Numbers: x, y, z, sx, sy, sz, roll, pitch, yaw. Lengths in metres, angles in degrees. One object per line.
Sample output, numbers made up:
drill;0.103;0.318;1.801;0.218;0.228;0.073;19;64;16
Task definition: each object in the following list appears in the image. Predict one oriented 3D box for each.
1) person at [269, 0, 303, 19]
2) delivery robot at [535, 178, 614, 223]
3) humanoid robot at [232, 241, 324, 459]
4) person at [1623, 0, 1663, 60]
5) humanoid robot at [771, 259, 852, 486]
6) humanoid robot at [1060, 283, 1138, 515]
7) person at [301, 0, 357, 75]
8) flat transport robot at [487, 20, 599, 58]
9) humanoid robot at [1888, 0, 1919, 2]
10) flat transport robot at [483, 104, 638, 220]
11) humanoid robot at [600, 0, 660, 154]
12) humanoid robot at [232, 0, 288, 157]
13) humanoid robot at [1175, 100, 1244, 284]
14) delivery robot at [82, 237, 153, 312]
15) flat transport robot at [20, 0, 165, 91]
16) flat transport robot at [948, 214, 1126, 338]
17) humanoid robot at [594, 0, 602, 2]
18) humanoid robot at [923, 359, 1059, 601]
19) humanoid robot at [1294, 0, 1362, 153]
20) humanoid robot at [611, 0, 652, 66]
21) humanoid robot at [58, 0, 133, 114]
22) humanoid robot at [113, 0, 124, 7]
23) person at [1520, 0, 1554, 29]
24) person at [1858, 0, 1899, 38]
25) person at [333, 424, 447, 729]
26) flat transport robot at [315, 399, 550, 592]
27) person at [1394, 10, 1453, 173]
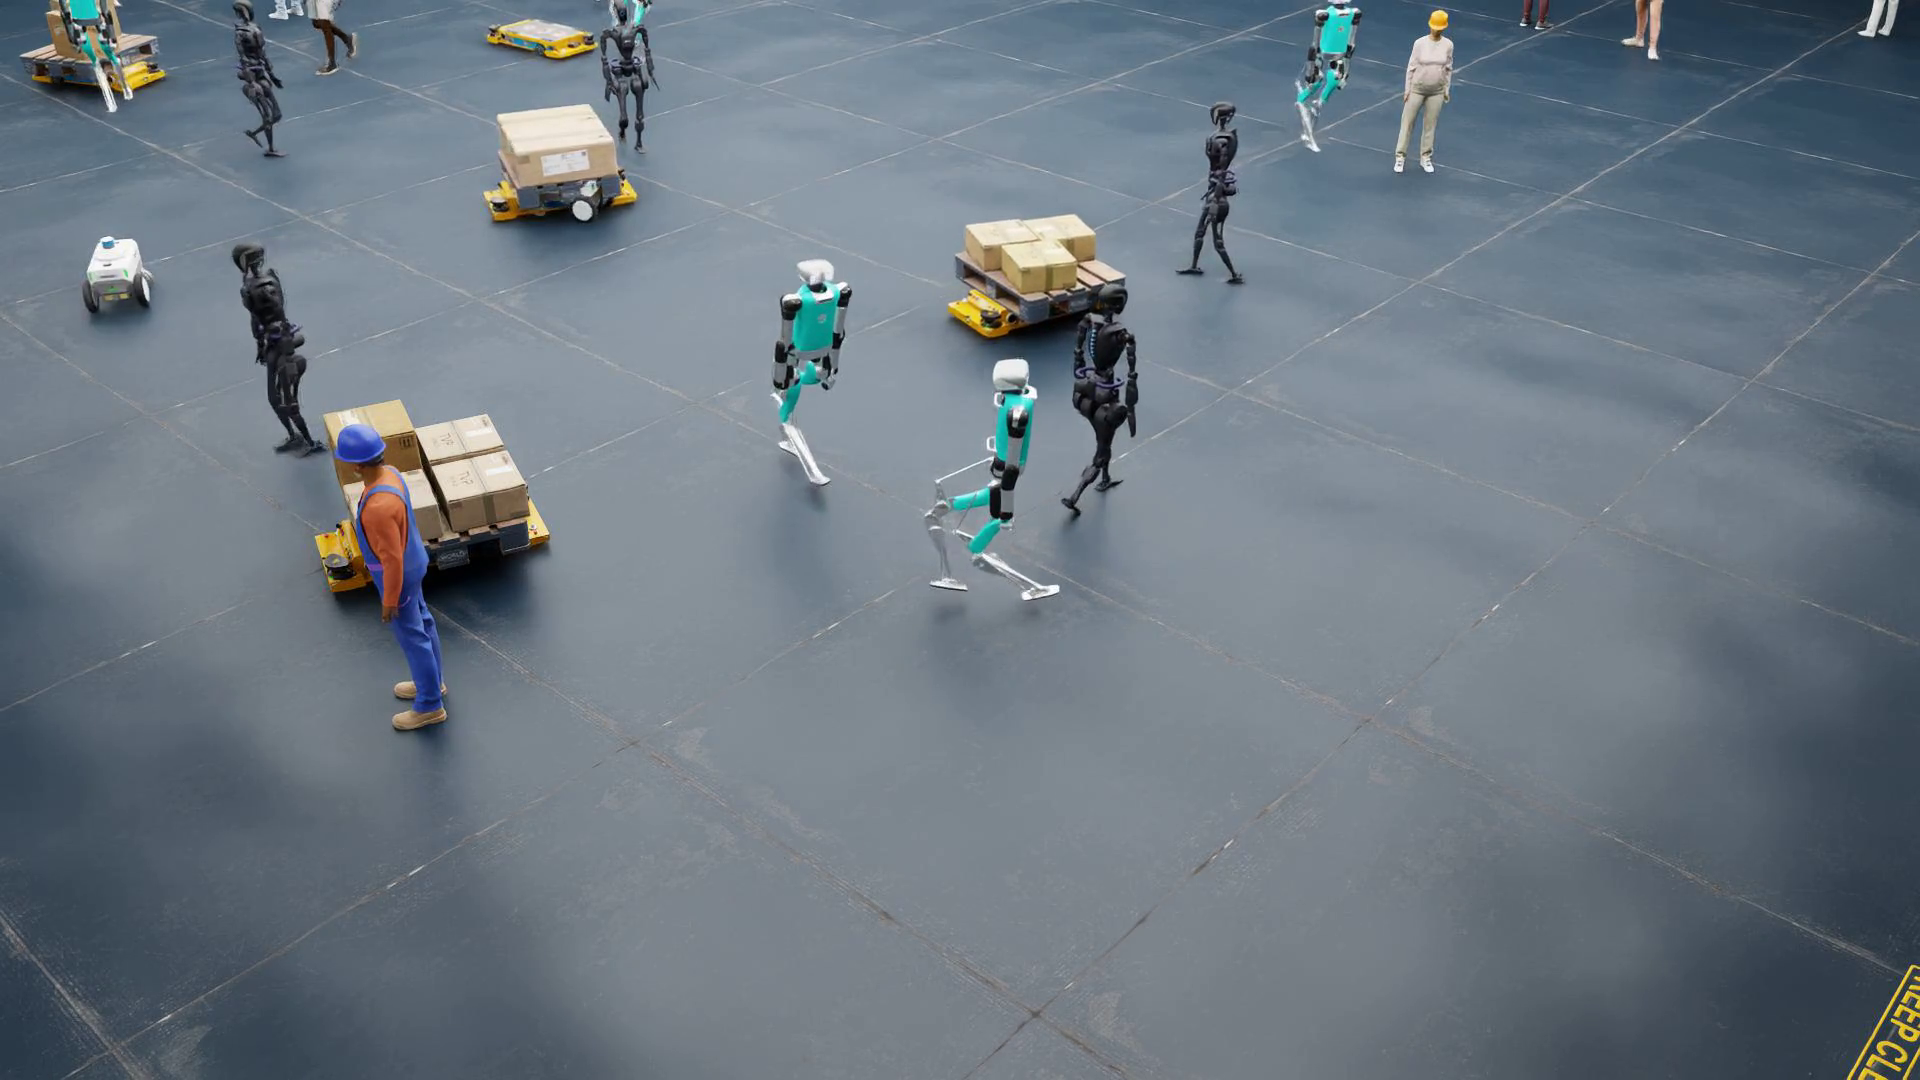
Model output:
person;-9.326;-8.062;22.584;0.410;1.909;0.594;15;35;22
delivery robot;-3.863;-3.488;16.491;0.773;0.586;0.499;7;33;11
humanoid robot;-4.946;-1.361;12.015;0.367;1.657;0.603;-27;41;-36
person;8.829;-7.091;21.098;0.383;1.846;0.828;-3;32;-5
humanoid robot;-1.170;-1.245;11.784;0.553;1.719;0.995;-21;38;-30
humanoid robot;0.928;-0.981;11.435;0.725;1.634;0.613;-25;40;-35
person;-7.866;-6.791;20.519;0.624;1.929;0.760;17;36;25
flat transport robot;-5.452;-6.545;21.694;1.431;0.231;0.659;21;38;30
humanoid robot;13.540;-8.340;23.313;0.785;1.636;0.616;-9;33;-14
flat transport robot;-4.047;-3.512;16.810;1.431;0.231;0.659;-12;34;-19
humanoid robot;-3.531;-4.954;17.799;0.591;1.648;0.336;-15;35;-23
humanoid robot;-7.558;-4.921;17.741;0.482;1.639;0.601;2;32;3
humanoid robot;2.285;-3.083;14.818;0.641;1.649;0.611;2;32;3
delivery robot;-7.465;-2.376;14.701;0.503;0.585;0.757;-9;33;-14
flat transport robot;-10.583;-5.750;20.414;1.431;0.231;0.659;10;33;15
flat transport robot;0.668;-2.114;14.557;1.431;0.231;0.659;-18;36;-27
humanoid robot;-5.025;-8.305;23.009;0.533;1.677;0.735;-11;33;-16
humanoid robot;0.113;-0.304;10.276;1.044;1.749;0.558;1;32;1
humanoid robot;3.849;-5.029;17.960;0.532;1.872;0.810;-11;33;-16
humanoid robot;-4.077;-6.581;20.396;0.571;1.778;0.918;5;32;8
humanoid robot;-9.936;-5.808;19.197;0.552;1.846;0.891;-6;32;-9
humanoid robot;-12.000;-8.184;22.956;0.737;1.804;0.530;27;41;36
person;7.835;-7.771;22.211;0.383;1.803;0.555;-23;38;-32
person;12.233;-7.440;21.833;0.522;1.638;0.308;-6;32;-10
person;-3.156;0.198;9.286;0.371;1.905;0.519;-5;32;-8
flat transport robot;-3.541;-0.020;11.186;1.431;0.231;0.659;-15;35;-22
person;4.860;-4.668;17.322;0.474;1.689;0.334;1;32;2
